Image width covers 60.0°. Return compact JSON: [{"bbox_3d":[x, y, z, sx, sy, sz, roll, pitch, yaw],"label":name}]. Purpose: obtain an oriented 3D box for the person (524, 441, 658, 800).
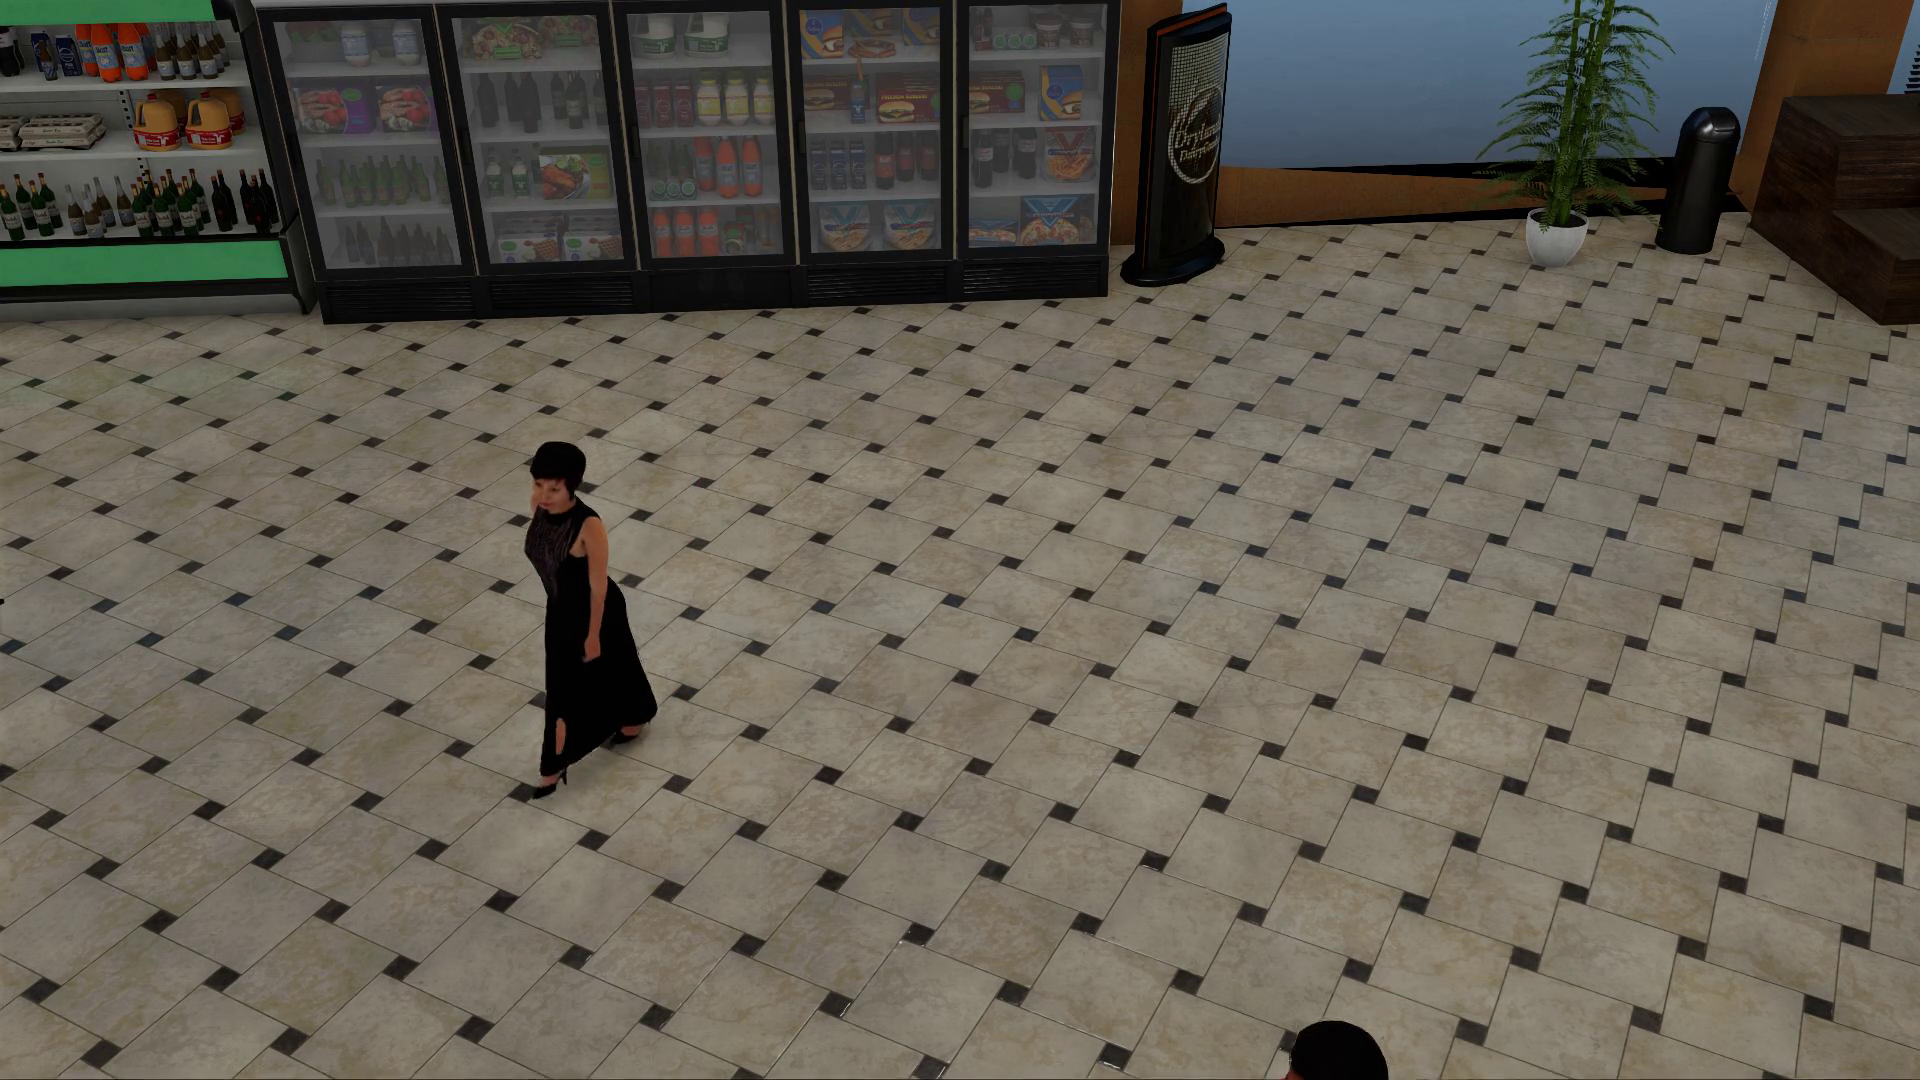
[{"bbox_3d":[-1.447,0.253,6.602,0.983,1.557,0.991,24,39,33],"label":"person"}]
